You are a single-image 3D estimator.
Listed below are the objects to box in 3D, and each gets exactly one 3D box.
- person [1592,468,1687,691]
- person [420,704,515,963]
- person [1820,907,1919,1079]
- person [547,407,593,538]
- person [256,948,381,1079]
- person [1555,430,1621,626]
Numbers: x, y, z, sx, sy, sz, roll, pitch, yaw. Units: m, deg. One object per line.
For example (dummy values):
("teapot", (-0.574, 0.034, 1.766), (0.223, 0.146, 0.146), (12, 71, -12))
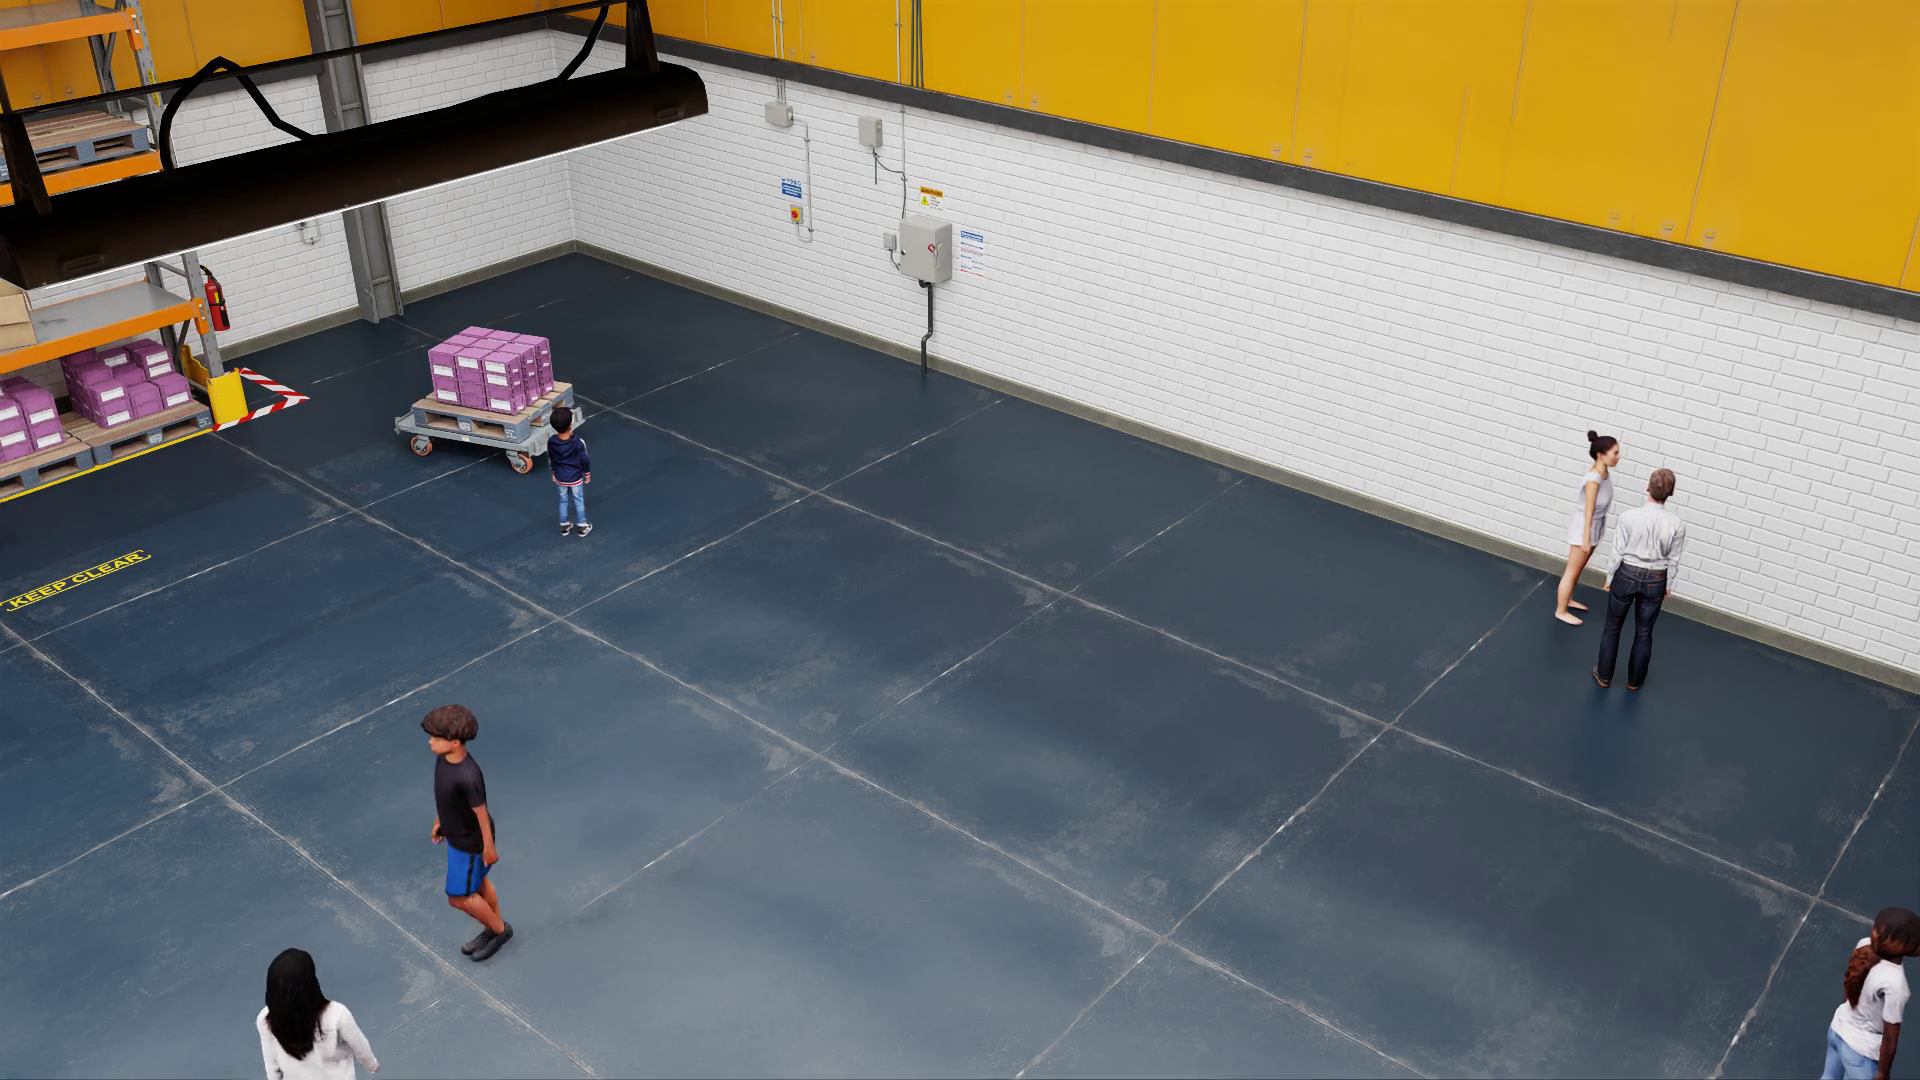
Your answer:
("person", (5.085, 0.292, 12.443), (0.727, 1.820, 0.707), (8, 30, 15))
("person", (-2.845, 1.714, 9.872), (0.690, 1.786, 0.683), (-17, 33, -28))
("person", (4.535, 2.555, 8.398), (0.729, 1.721, 0.647), (1, 29, 2))
("person", (-3.464, -0.601, 14.705), (0.588, 1.222, 0.618), (3, 29, 6))
("person", (-3.138, 2.753, 8.097), (1.013, 1.661, 1.128), (1, 29, 2))
("person", (5.052, -0.111, 13.396), (0.660, 1.615, 0.496), (15, 32, 26))
